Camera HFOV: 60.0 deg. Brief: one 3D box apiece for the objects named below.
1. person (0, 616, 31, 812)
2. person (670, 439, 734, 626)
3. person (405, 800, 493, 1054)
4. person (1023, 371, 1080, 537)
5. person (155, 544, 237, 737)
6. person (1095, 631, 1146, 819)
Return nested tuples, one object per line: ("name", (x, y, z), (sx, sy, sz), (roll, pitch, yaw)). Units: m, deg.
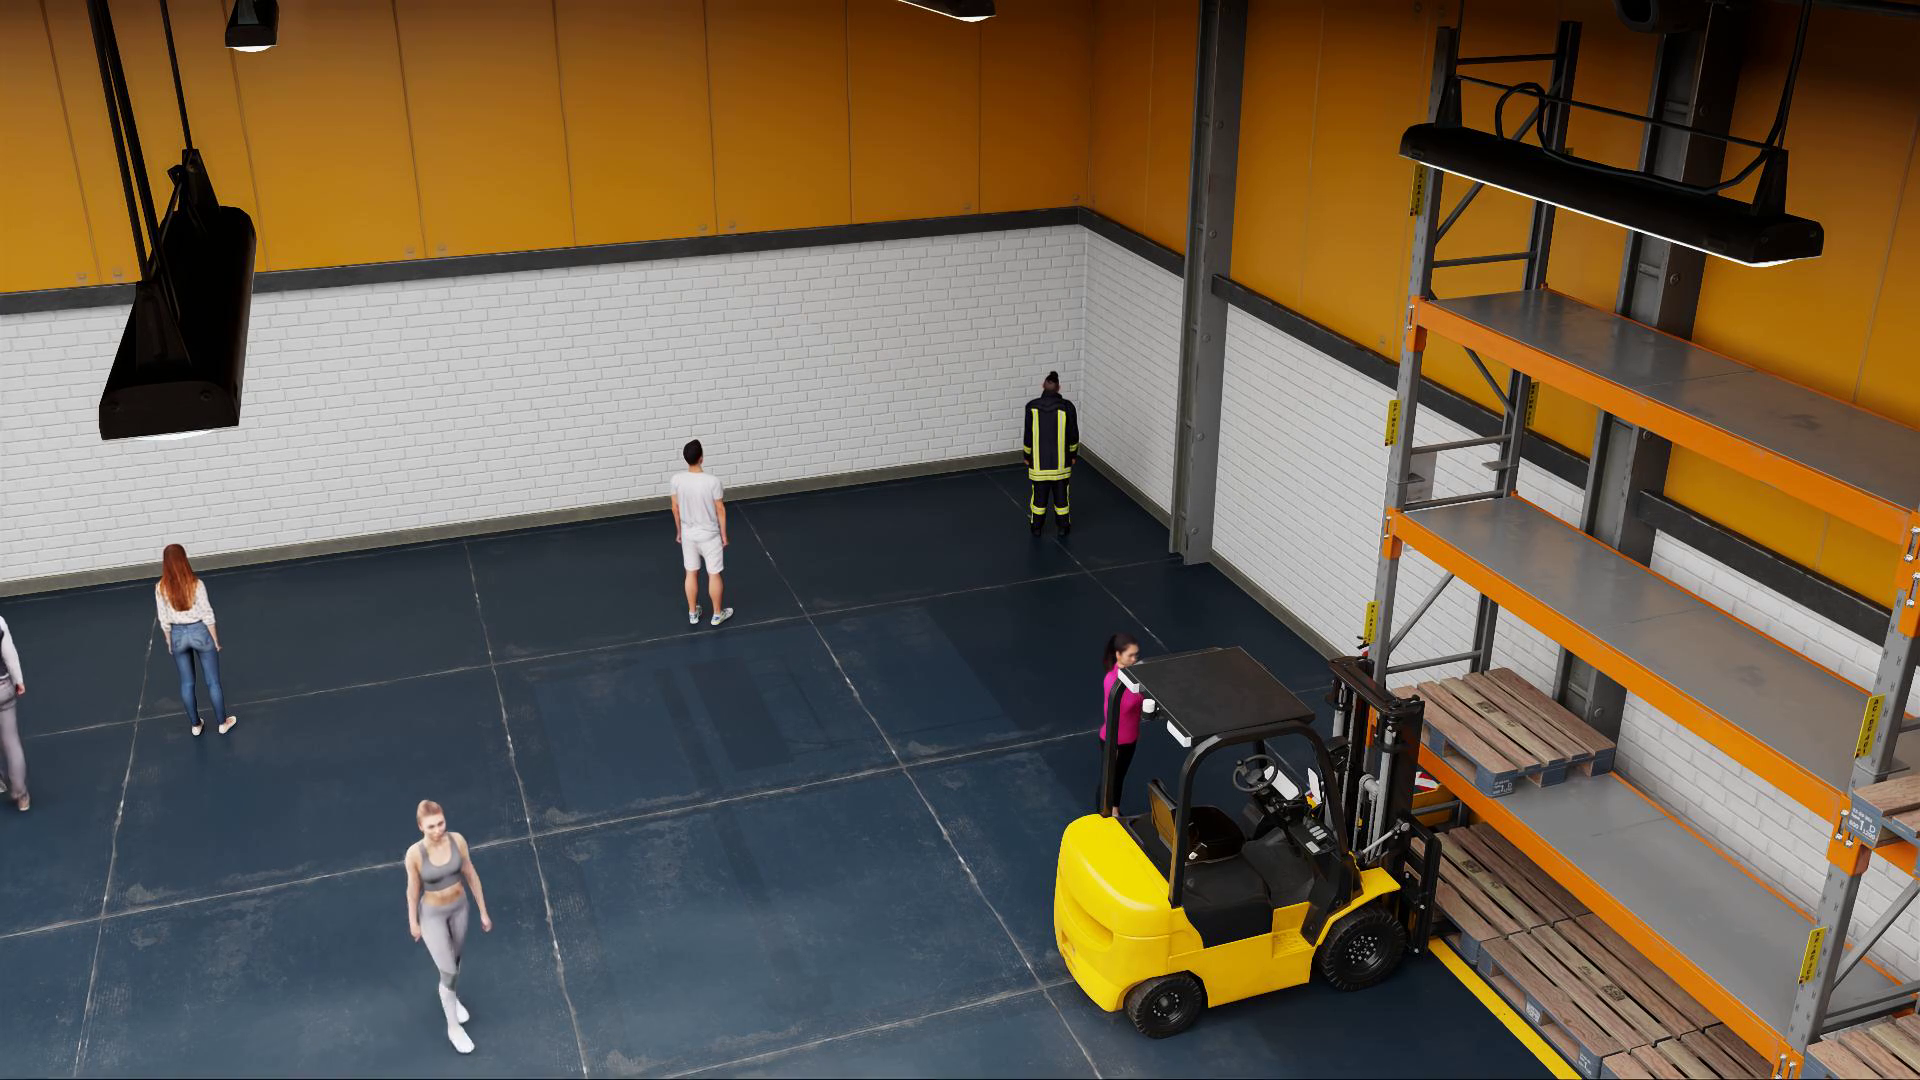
("person", (-7.465, 1.225, 12.790), (0.828, 1.918, 0.978), (-17, 29, -34))
("person", (-2.473, -0.071, 15.832), (0.768, 1.856, 0.771), (5, 24, 11))
("person", (-3.300, 2.339, 10.535), (0.913, 1.682, 0.770), (20, 31, 39))
("person", (0.959, -0.936, 17.803), (0.866, 1.861, 0.855), (2, 24, 4))
("person", (-6.436, 0.829, 13.933), (0.618, 1.729, 0.572), (-3, 24, -7))
("person", (1.186, 1.468, 12.505), (0.729, 1.700, 0.689), (15, 28, 31))
